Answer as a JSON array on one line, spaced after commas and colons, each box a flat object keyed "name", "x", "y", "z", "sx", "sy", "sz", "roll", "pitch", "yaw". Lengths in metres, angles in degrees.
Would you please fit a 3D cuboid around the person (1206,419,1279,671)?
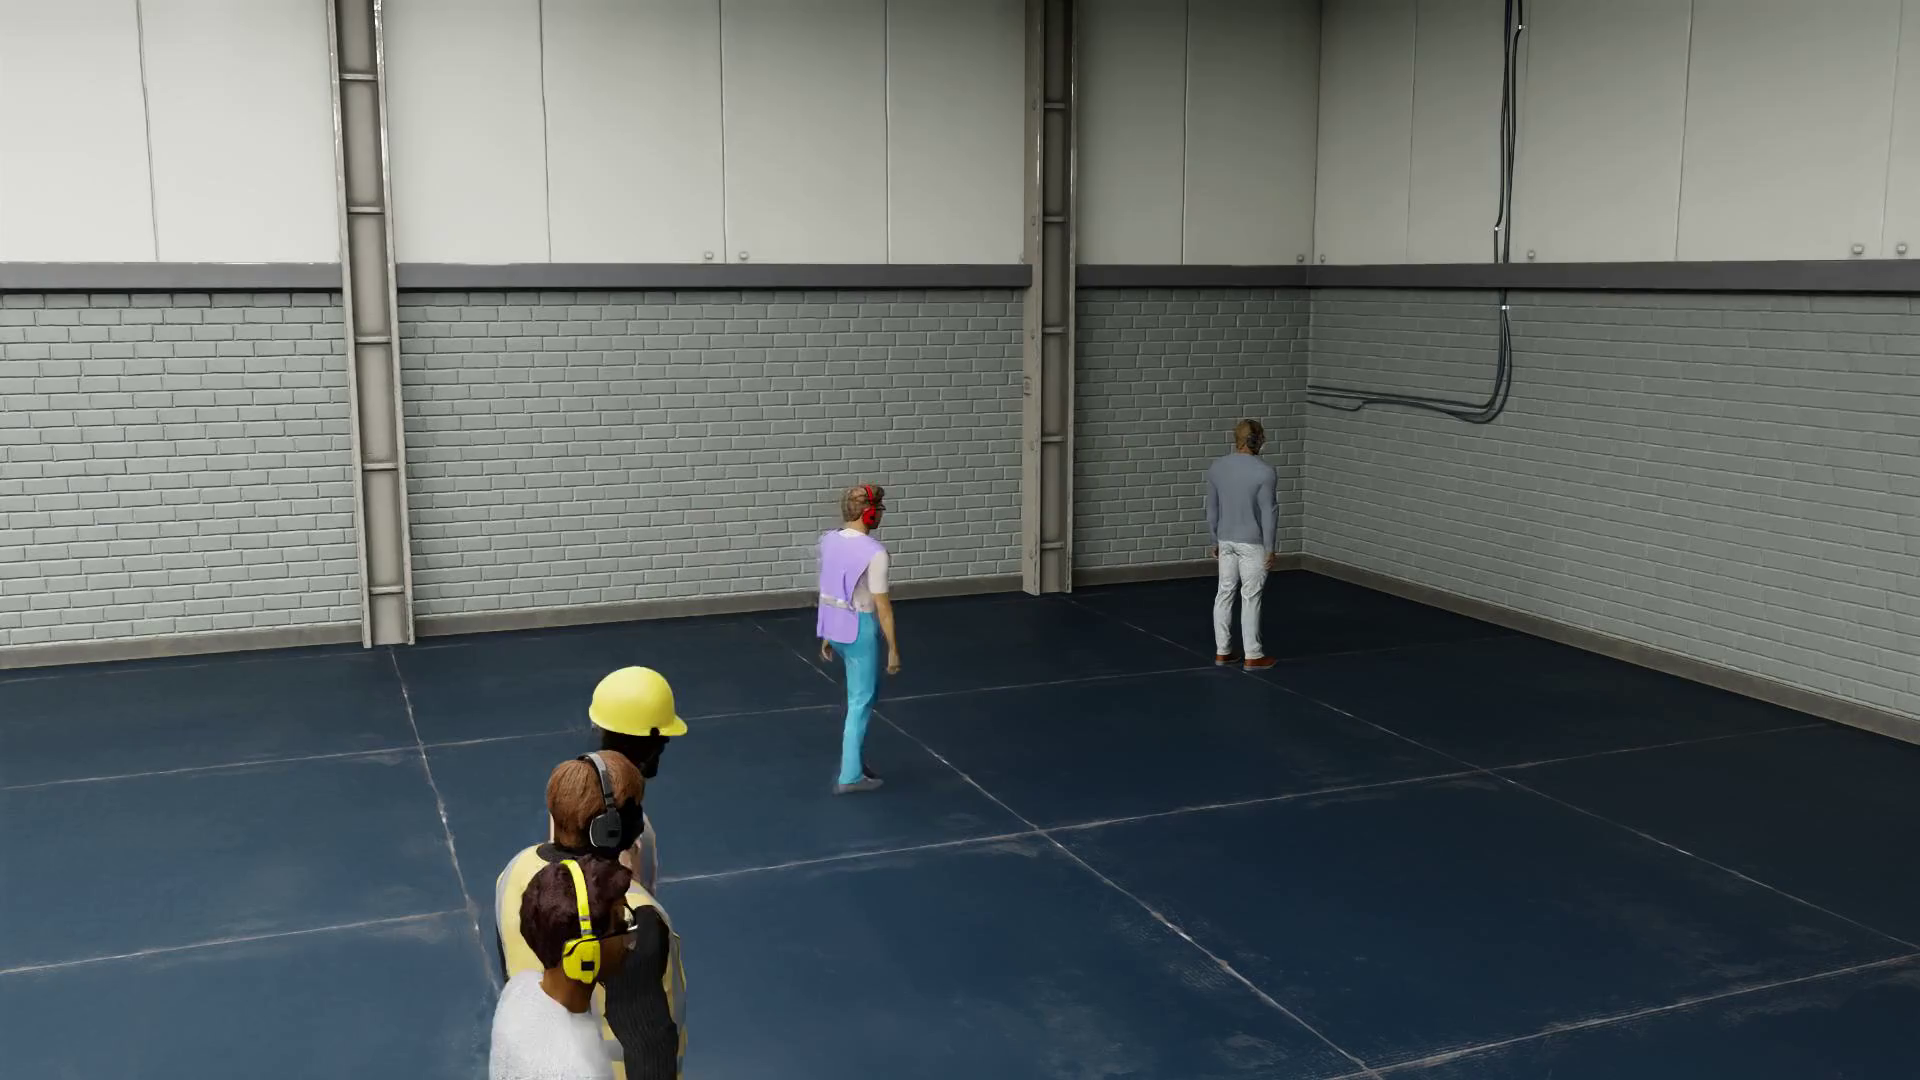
[{"name": "person", "x": 2.180, "y": 0.034, "z": 12.831, "sx": 0.378, "sy": 1.937, "sz": 0.629, "roll": -8, "pitch": 12, "yaw": -42}]

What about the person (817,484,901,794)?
[{"name": "person", "x": -0.559, "y": 0.581, "z": 9.746, "sx": 0.532, "sy": 1.823, "sz": 0.595, "roll": -7, "pitch": 11, "yaw": -36}]

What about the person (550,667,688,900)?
[{"name": "person", "x": -1.061, "y": 1.291, "z": 5.149, "sx": 0.985, "sy": 1.858, "sz": 0.719, "roll": -5, "pitch": 10, "yaw": -26}]

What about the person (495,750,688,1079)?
[{"name": "person", "x": -0.916, "y": 1.440, "z": 4.300, "sx": 0.626, "sy": 1.844, "sz": 0.429, "roll": 9, "pitch": 12, "yaw": 43}]

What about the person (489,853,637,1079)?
[{"name": "person", "x": -0.907, "y": 1.560, "z": 3.531, "sx": 0.767, "sy": 1.849, "sz": 0.517, "roll": -6, "pitch": 11, "yaw": -32}]
